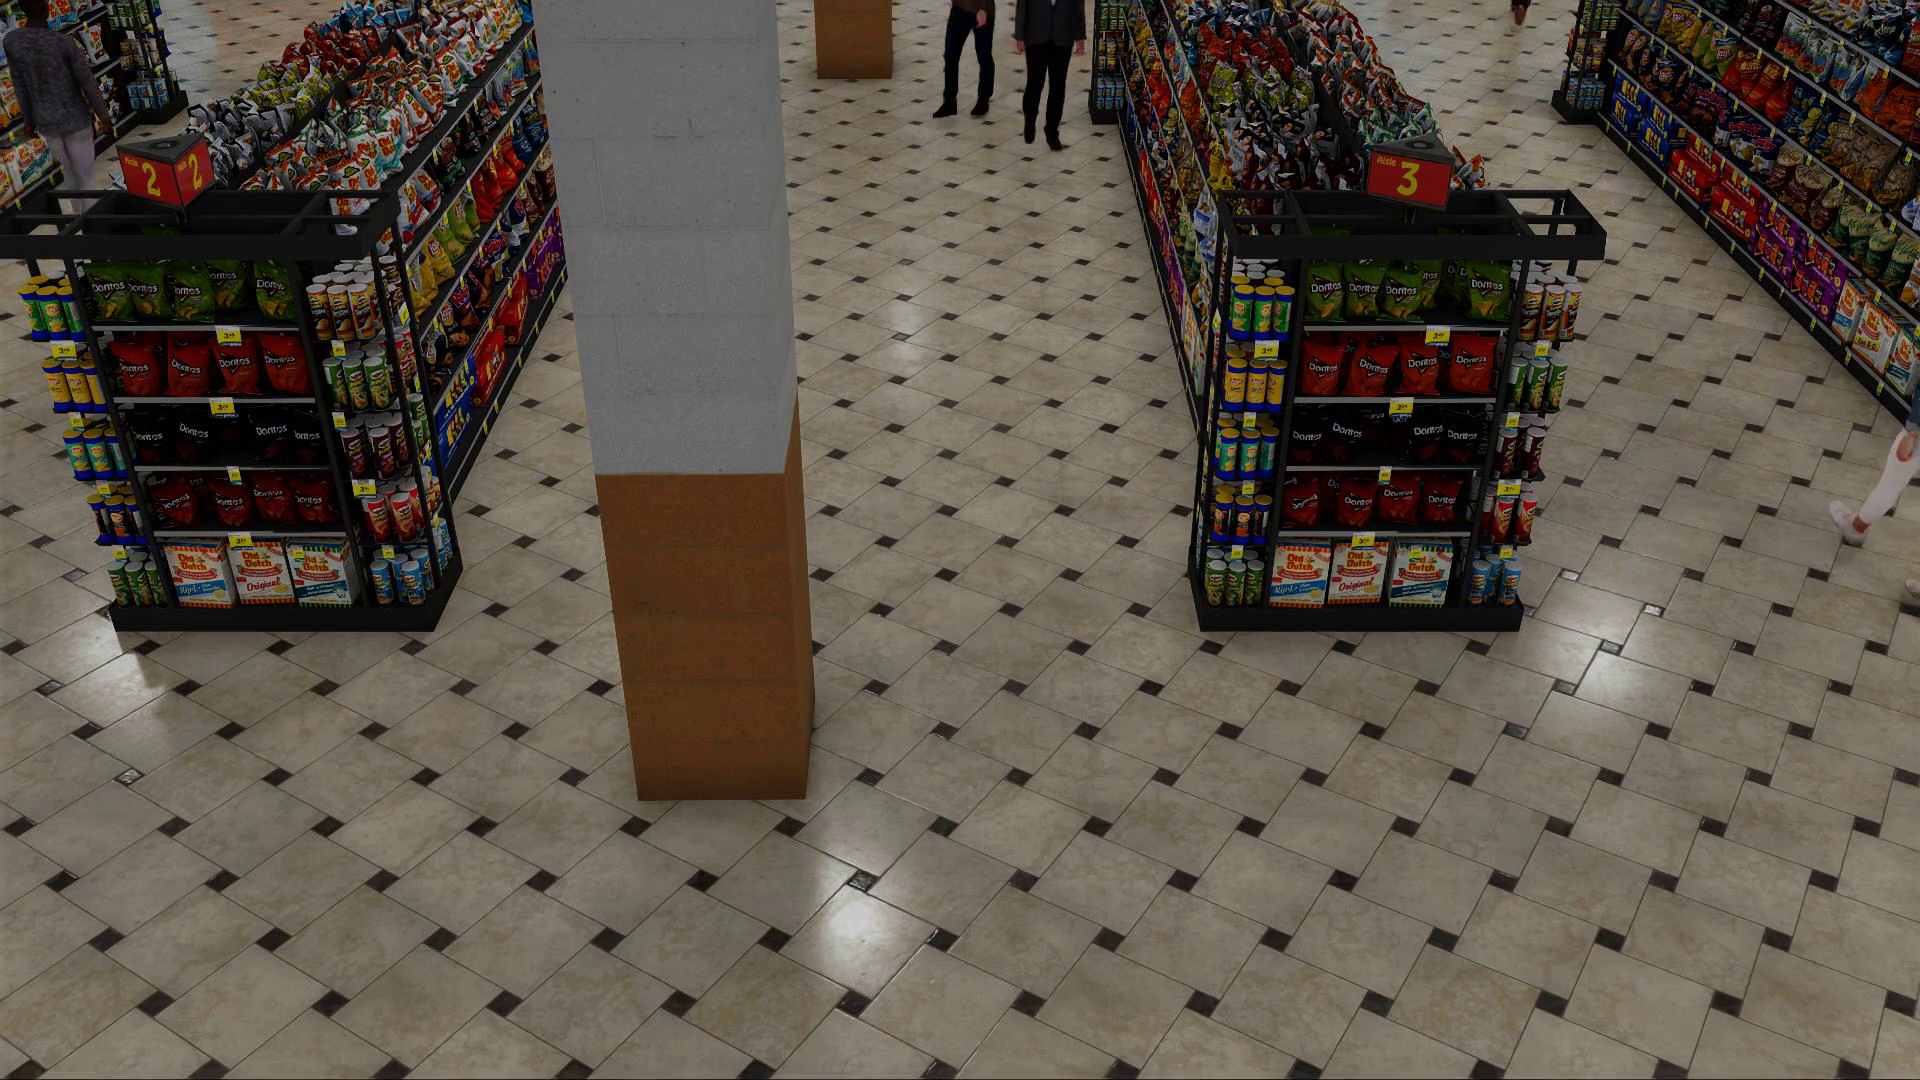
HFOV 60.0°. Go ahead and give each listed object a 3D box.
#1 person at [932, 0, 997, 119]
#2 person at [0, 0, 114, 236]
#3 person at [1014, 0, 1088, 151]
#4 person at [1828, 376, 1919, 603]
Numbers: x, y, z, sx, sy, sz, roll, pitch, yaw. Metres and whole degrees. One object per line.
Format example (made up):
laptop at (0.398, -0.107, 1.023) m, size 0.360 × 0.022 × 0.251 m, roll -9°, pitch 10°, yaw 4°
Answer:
person at (0.154, -4.551, 14.175) m, size 0.850 × 1.862 × 0.952 m, roll 15°, pitch 35°, yaw 23°
person at (-6.237, -2.856, 11.487) m, size 0.695 × 1.825 × 0.575 m, roll 0°, pitch 32°, yaw 0°
person at (0.709, -4.099, 13.492) m, size 0.775 × 1.817 × 0.742 m, roll -6°, pitch 32°, yaw -9°
person at (4.639, -0.437, 7.761) m, size 0.685 × 1.654 × 1.112 m, roll -2°, pitch 32°, yaw -3°
